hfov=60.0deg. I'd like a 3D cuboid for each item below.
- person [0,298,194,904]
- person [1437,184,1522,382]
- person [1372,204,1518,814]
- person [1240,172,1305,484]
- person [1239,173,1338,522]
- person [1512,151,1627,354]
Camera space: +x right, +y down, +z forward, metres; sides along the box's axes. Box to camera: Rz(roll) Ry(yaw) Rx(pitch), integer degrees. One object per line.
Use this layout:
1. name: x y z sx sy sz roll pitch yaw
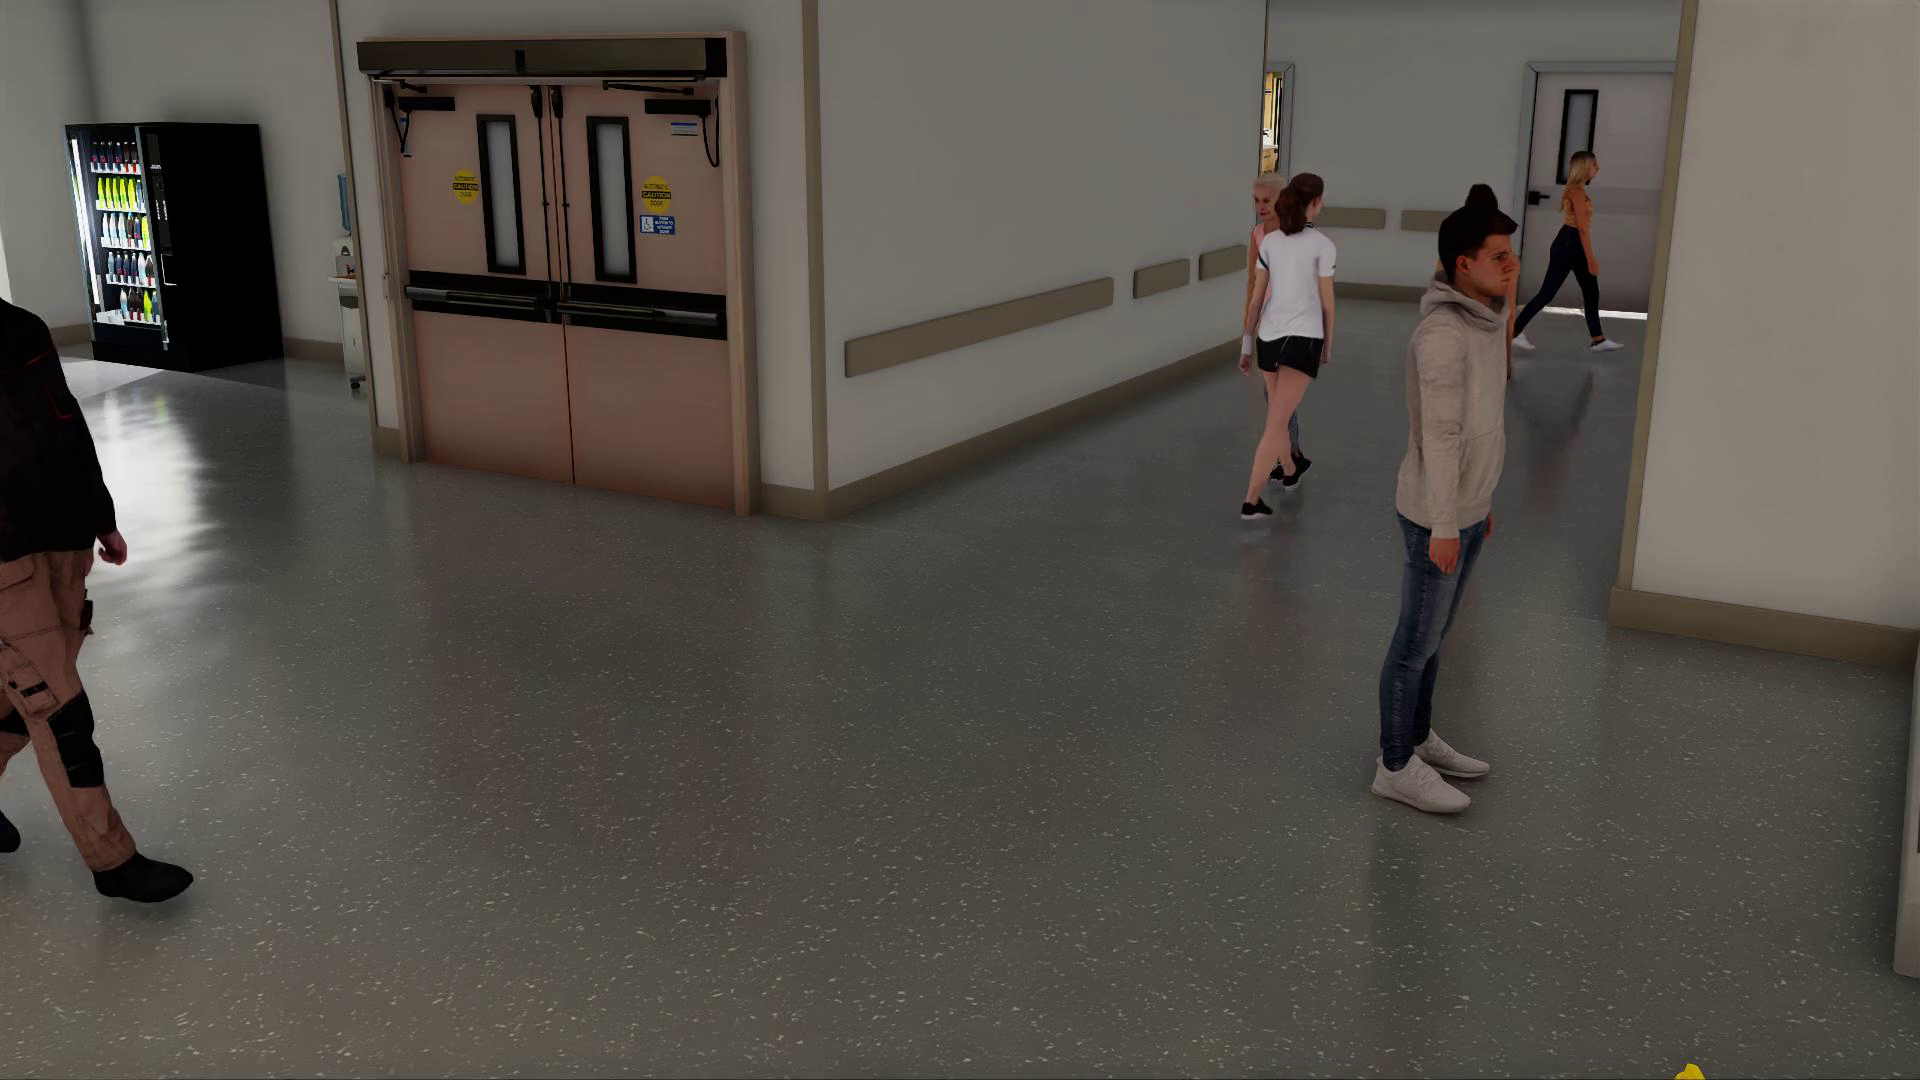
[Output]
1. person: -2.613 0.050 4.529 1.275 1.894 0.908 4 16 13
2. person: 2.613 -0.959 8.526 0.574 1.667 0.670 6 17 20
3. person: 1.500 -0.107 5.165 0.573 1.853 0.666 10 18 31
4. person: 1.856 -1.175 9.246 0.754 1.693 0.681 -12 20 -36
5. person: 1.596 -0.918 8.309 1.073 1.705 0.737 11 19 35
6. person: 4.769 -2.250 13.257 1.170 1.585 0.685 6 17 21
